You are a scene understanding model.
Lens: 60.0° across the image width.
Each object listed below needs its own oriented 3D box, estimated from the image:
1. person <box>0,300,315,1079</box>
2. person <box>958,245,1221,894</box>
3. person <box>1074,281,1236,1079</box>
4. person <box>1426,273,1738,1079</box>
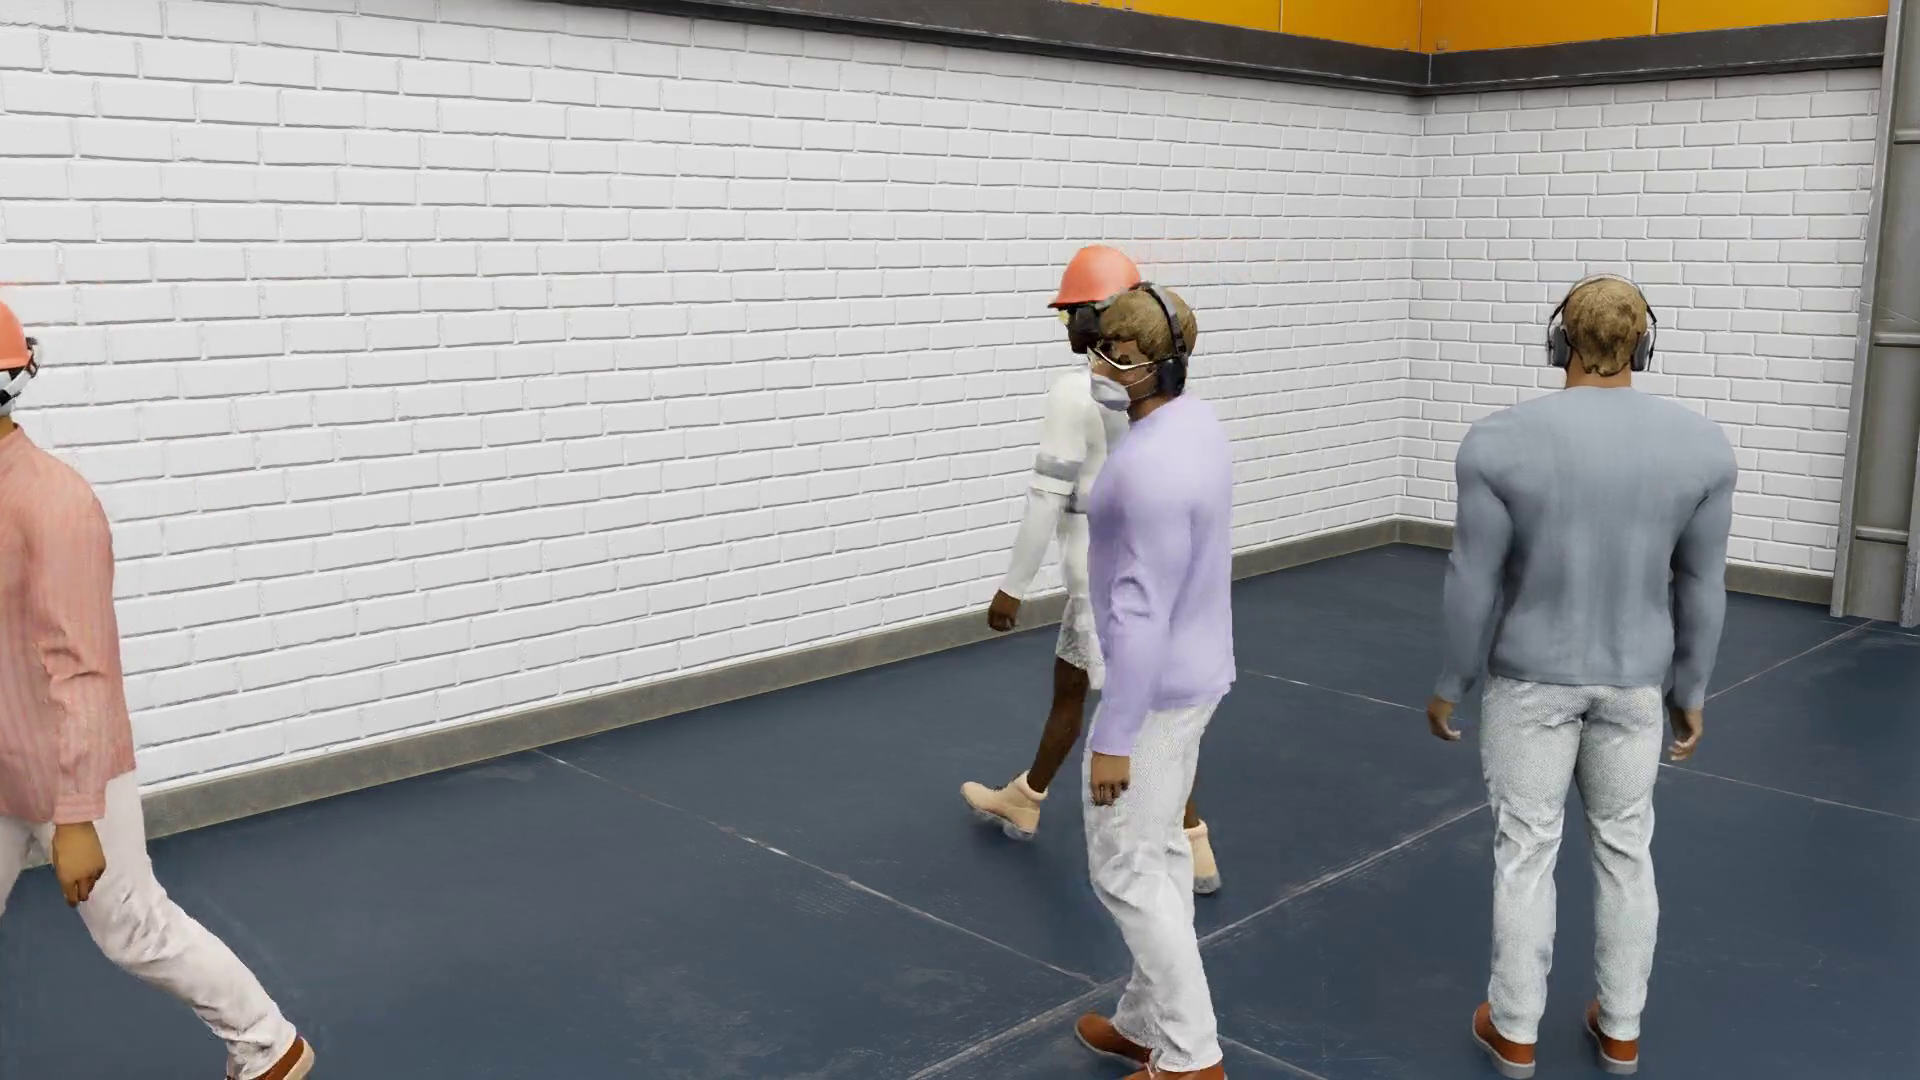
[{"bbox_3d":[-1.830,0.443,3.407,0.620,1.951,1.013,6,12,32],"label":"person"},{"bbox_3d":[0.421,0.084,5.234,1.042,1.991,0.634,7,12,33],"label":"person"},{"bbox_3d":[0.460,0.377,3.847,0.429,1.918,0.674,3,11,16],"label":"person"},{"bbox_3d":[1.473,0.343,3.981,0.639,1.933,0.380,1,10,4],"label":"person"}]
